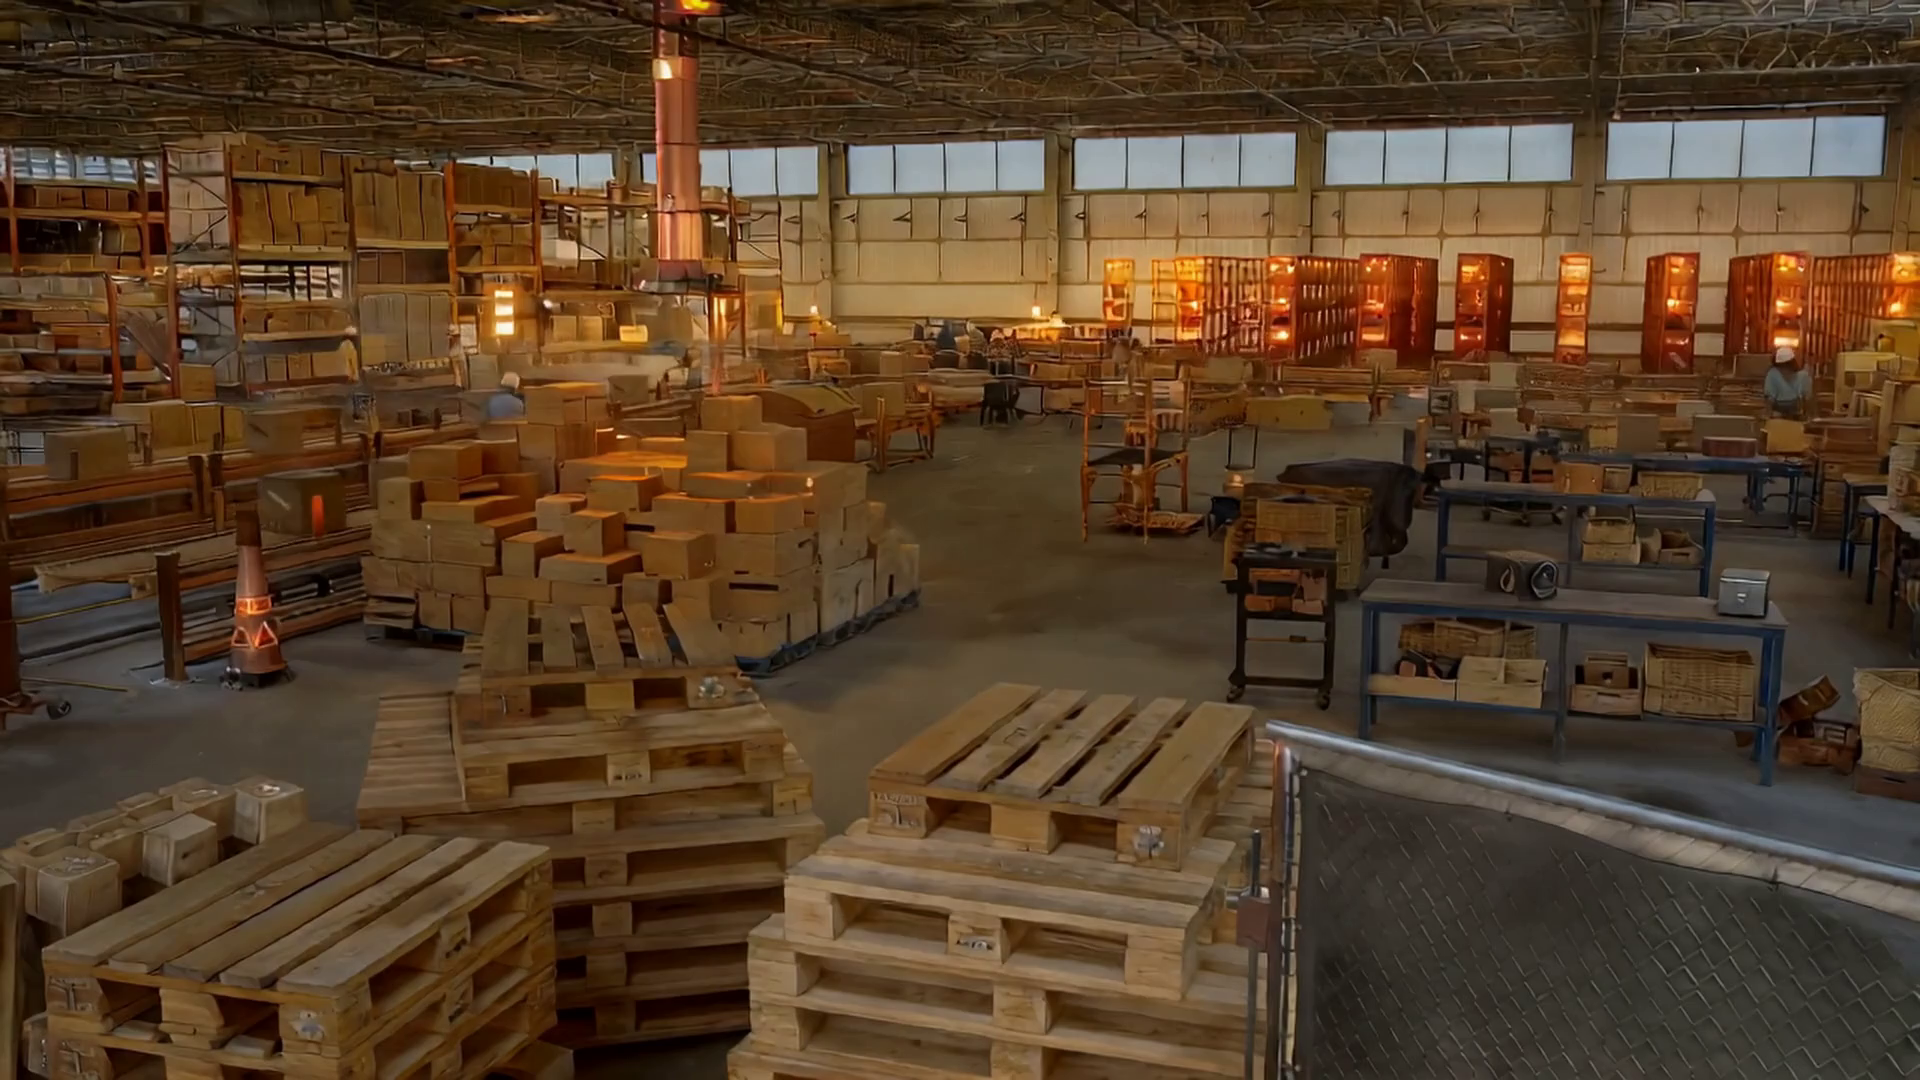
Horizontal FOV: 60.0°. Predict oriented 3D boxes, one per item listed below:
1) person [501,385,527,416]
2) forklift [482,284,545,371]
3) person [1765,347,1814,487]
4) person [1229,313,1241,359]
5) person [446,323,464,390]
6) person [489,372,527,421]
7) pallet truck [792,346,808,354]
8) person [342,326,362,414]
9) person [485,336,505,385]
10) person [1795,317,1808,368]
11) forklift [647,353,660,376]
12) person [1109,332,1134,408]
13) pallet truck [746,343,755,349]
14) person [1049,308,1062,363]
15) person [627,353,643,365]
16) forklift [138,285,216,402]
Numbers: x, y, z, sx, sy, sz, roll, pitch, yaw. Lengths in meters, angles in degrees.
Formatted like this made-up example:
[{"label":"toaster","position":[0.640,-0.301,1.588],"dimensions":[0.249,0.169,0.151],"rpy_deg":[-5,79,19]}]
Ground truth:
[{"label":"person","position":[-6.297,-1.509,23.457],"dimensions":[0.278,1.636,0.505],"rpy_deg":[7,11,36]},{"label":"forklift","position":[-10.832,-4.702,39.610],"dimensions":[1.129,2.768,1.873],"rpy_deg":[3,10,20]},{"label":"person","position":[11.918,-1.762,23.878],"dimensions":[0.663,2.027,0.430],"rpy_deg":[4,10,21]},{"label":"person","position":[8.848,-6.459,54.055],"dimensions":[0.675,1.788,0.632],"rpy_deg":[4,10,23]},{"label":"person","position":[-13.448,-4.877,44.229],"dimensions":[0.348,1.756,0.518],"rpy_deg":[5,10,30]},{"label":"person","position":[-5.812,-1.250,21.305],"dimensions":[0.584,1.811,0.805],"rpy_deg":[5,10,26]},{"label":"pallet truck","position":[-3.705,-4.298,42.022],"dimensions":[0.653,1.274,1.630],"rpy_deg":[3,10,20]},{"label":"person","position":[-13.284,-3.696,36.319],"dimensions":[0.419,1.922,0.553],"rpy_deg":[-4,10,-21]},{"label":"person","position":[-10.346,-3.698,37.000],"dimensions":[0.541,1.686,0.365],"rpy_deg":[3,10,20]},{"label":"person","position":[24.358,-5.564,48.259],"dimensions":[0.396,1.847,0.564],"rpy_deg":[4,10,23]},{"label":"forklift","position":[-7.977,-5.992,47.711],"dimensions":[1.873,2.768,1.129],"rpy_deg":[3,10,20]},{"label":"person","position":[3.663,-3.861,37.841],"dimensions":[0.484,1.757,0.523],"rpy_deg":[1,9,9]},{"label":"pallet truck","position":[-6.183,-4.618,44.264],"dimensions":[1.601,1.201,0.680],"rpy_deg":[-9,12,-43]},{"label":"person","position":[3.270,-6.959,56.838],"dimensions":[0.563,1.908,0.632],"rpy_deg":[7,11,37]},{"label":"person","position":[-10.416,-6.398,53.215],"dimensions":[0.638,1.941,1.020],"rpy_deg":[3,10,19]},{"label":"forklift","position":[-17.480,-4.200,36.461],"dimensions":[1.873,2.768,1.129],"rpy_deg":[3,10,19]}]
